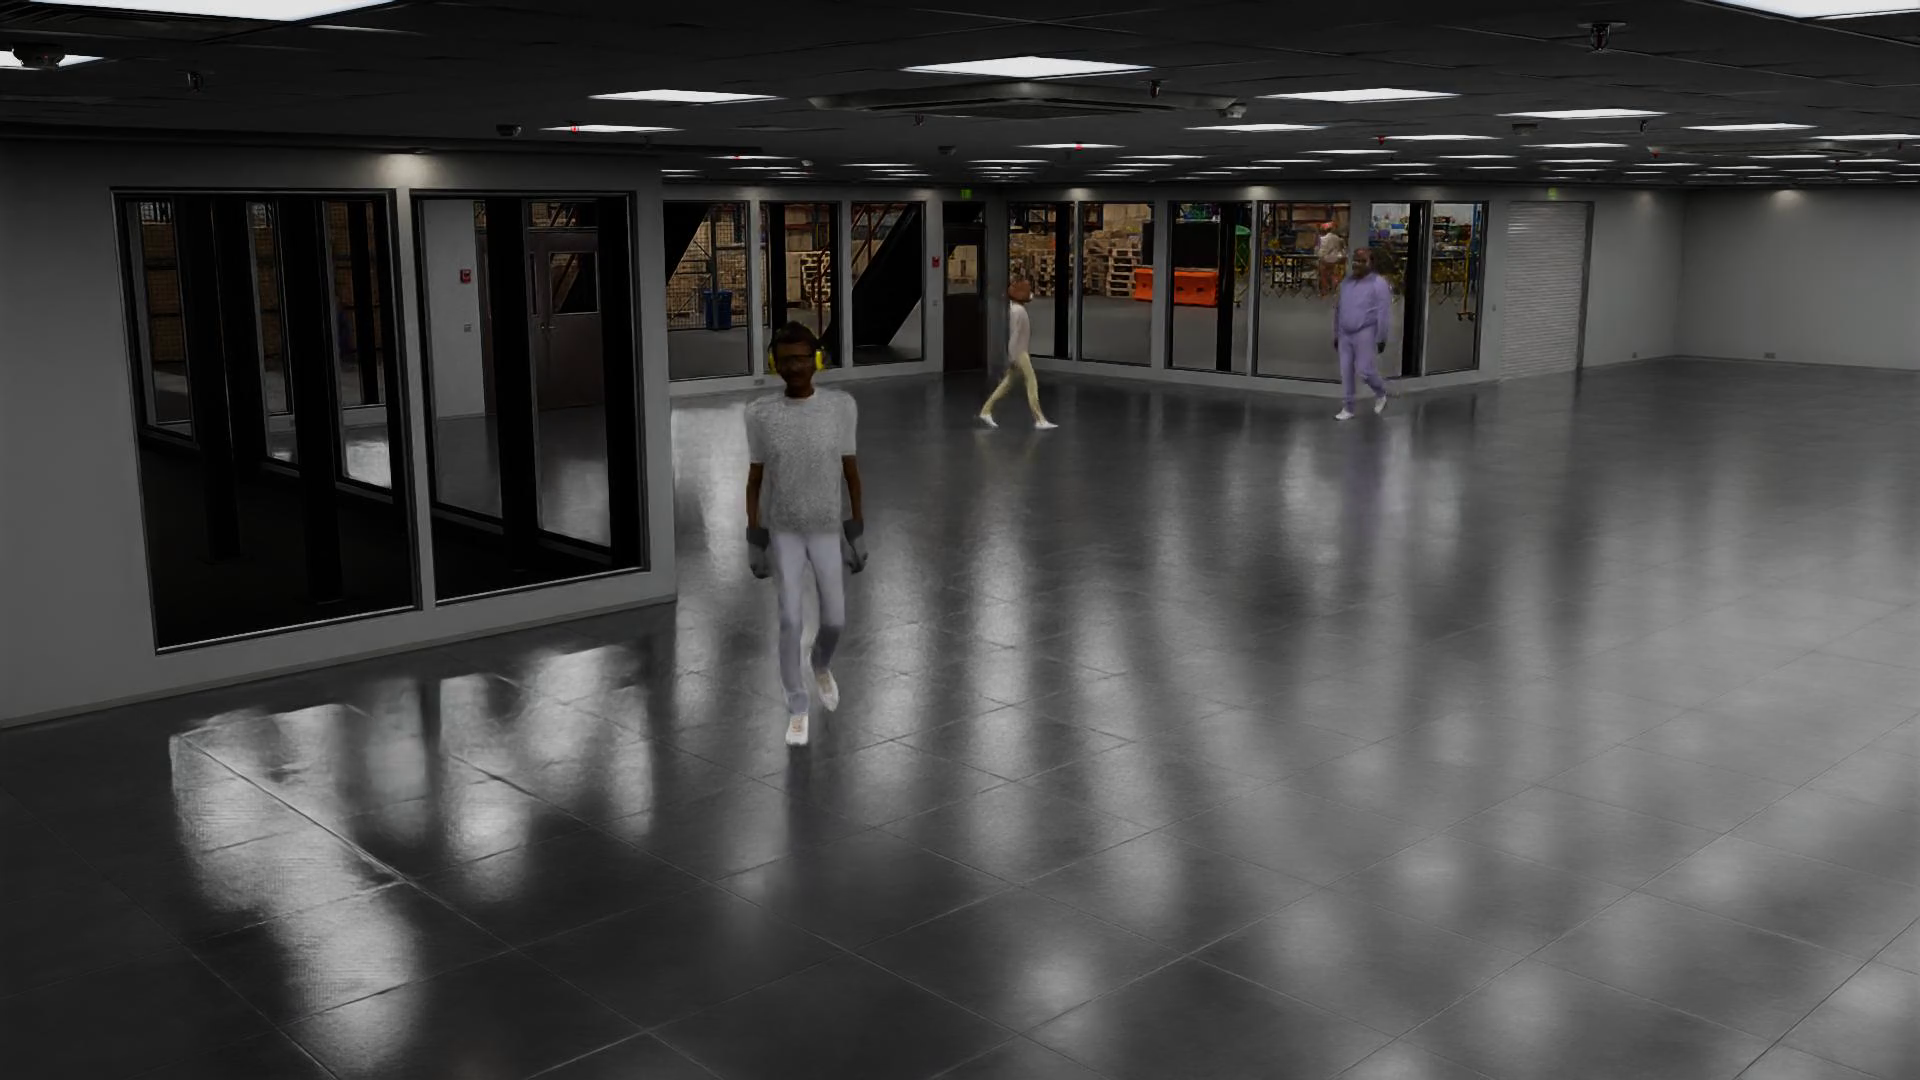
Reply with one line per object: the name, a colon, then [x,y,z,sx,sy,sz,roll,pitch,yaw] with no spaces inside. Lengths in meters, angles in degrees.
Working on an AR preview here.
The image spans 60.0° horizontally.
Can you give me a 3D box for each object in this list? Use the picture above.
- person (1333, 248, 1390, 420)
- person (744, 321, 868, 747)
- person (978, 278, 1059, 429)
person: [4.444,-2.275,18.408,0.616,1.889,0.649,-9,14,-38]
person: [-0.678,-0.040,7.314,0.541,1.852,0.480,-1,11,-7]
person: [0.593,-1.970,17.610,0.854,1.595,0.505,1,11,5]
